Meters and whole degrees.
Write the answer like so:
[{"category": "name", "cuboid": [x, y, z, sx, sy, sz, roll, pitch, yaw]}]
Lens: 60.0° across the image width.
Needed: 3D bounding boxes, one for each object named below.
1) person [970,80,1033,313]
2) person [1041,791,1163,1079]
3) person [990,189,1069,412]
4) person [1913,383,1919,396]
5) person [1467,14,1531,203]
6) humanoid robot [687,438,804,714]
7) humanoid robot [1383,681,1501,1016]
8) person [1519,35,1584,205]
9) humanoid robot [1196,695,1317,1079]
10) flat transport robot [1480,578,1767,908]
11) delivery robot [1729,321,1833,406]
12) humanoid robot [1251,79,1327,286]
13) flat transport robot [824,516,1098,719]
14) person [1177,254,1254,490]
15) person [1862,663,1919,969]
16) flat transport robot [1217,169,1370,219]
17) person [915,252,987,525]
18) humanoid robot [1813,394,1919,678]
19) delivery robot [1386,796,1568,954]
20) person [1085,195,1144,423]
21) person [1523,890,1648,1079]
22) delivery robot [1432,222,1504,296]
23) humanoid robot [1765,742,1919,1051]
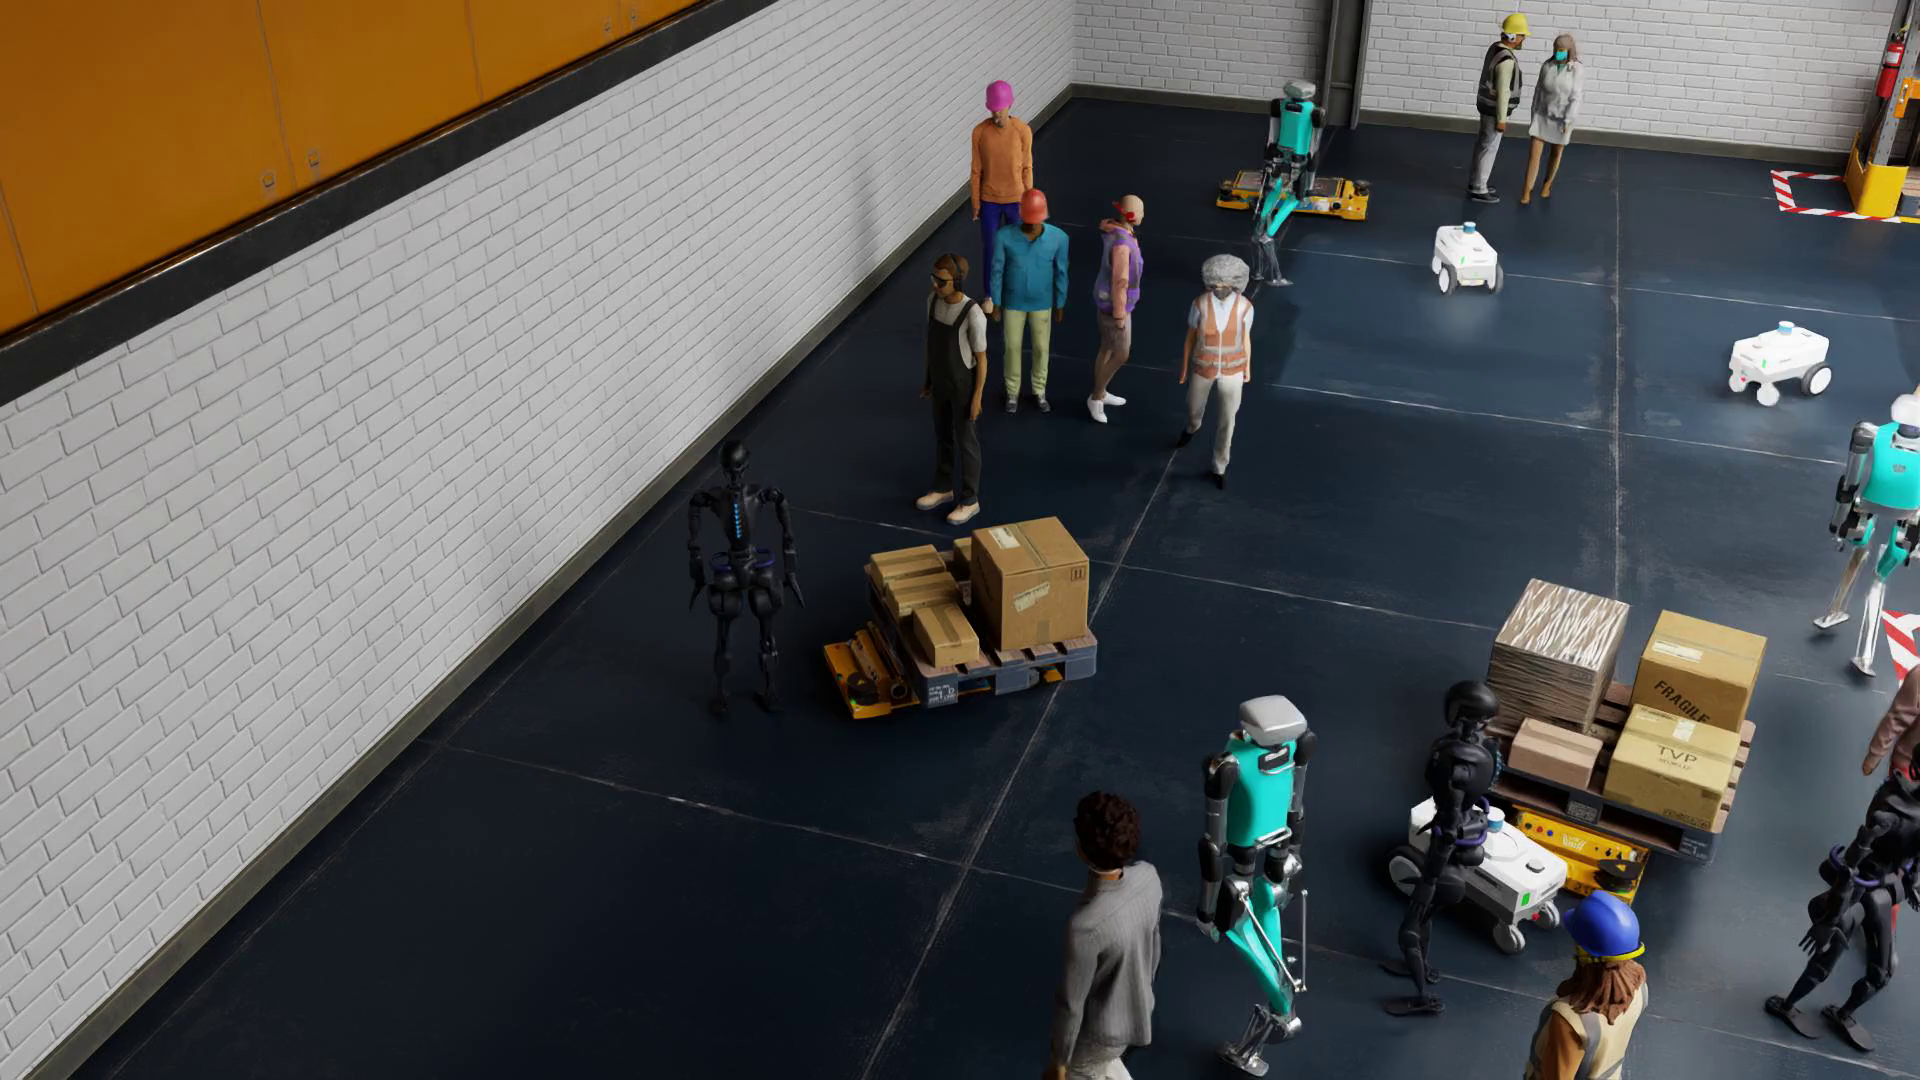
[{"category": "person", "cuboid": [0.340, -2.822, 13.751, 0.522, 1.972, 0.401, 4, 31, 6]}, {"category": "person", "cuboid": [0.541, 1.744, 6.065, 0.490, 1.883, 0.618, 25, 39, 36]}, {"category": "person", "cuboid": [0.510, -1.741, 12.141, 0.572, 1.727, 0.399, -1, 30, -1]}, {"category": "person", "cuboid": [7.497, -1.855, 12.217, 0.395, 1.862, 0.504, -20, 36, -31]}, {"category": "person", "cuboid": [5.263, -4.228, 16.291, 0.404, 1.821, 0.595, 3, 31, 5]}, {"category": "humanoid robot", "cuboid": [-1.157, 0.203, 8.886, 0.616, 1.652, 0.373, -4, 31, -7]}, {"category": "humanoid robot", "cuboid": [2.046, 1.290, 7.033, 0.327, 1.648, 0.593, 10, 32, 16]}, {"category": "person", "cuboid": [5.759, -4.075, 16.206, 0.475, 1.621, 0.800, 15, 34, 24]}, {"category": "humanoid robot", "cuboid": [1.287, 1.540, 6.636, 0.566, 1.868, 0.743, -19, 35, -29]}, {"category": "flat transport robot", "cuboid": [3.231, 1.283, 8.443, 0.659, 0.231, 1.431, 17, 35, 27]}, {"category": "delivery robot", "cuboid": [6.265, -1.371, 12.684, 0.775, 0.603, 0.525, -13, 33, -21]}, {"category": "humanoid robot", "cuboid": [2.721, -3.014, 14.307, 0.543, 1.774, 0.683, 25, 39, 36]}, {"category": "flat transport robot", "cuboid": [-0.008, 0.648, 9.522, 1.431, 0.231, 0.659, -10, 32, -16]}, {"category": "person", "cuboid": [1.746, -1.229, 11.346, 0.485, 1.656, 0.696, 3, 31, 5]}, {"category": "person", "cuboid": [4.360, 1.079, 7.345, 0.541, 1.732, 0.829, 2, 31, 4]}, {"category": "flat transport robot", "cuboid": [3.296, -3.410, 16.427, 1.431, 0.231, 0.659, 8, 31, 13]}, {"category": "person", "cuboid": [-0.046, -0.980, 10.737, 0.351, 1.846, 0.505, -25, 38, -35]}, {"category": "humanoid robot", "cuboid": [5.207, -0.116, 9.377, 0.543, 1.735, 0.893, 18, 35, 27]}, {"category": "delivery robot", "cuboid": [2.438, 1.500, 7.781, 0.499, 0.585, 0.777, -21, 36, -32]}, {"category": "person", "cuboid": [1.120, -1.690, 12.105, 0.392, 1.684, 0.522, 1, 30, 2]}, {"category": "person", "cuboid": [2.116, 1.944, 5.827, 0.480, 1.776, 0.321, -20, 36, -30]}, {"category": "delivery robot", "cuboid": [4.423, -2.491, 14.573, 0.499, 0.587, 0.769, -2, 31, -3]}, {"category": "humanoid robot", "cuboid": [3.712, 1.431, 6.808, 0.611, 1.631, 0.433, -15, 34, -24]}]
